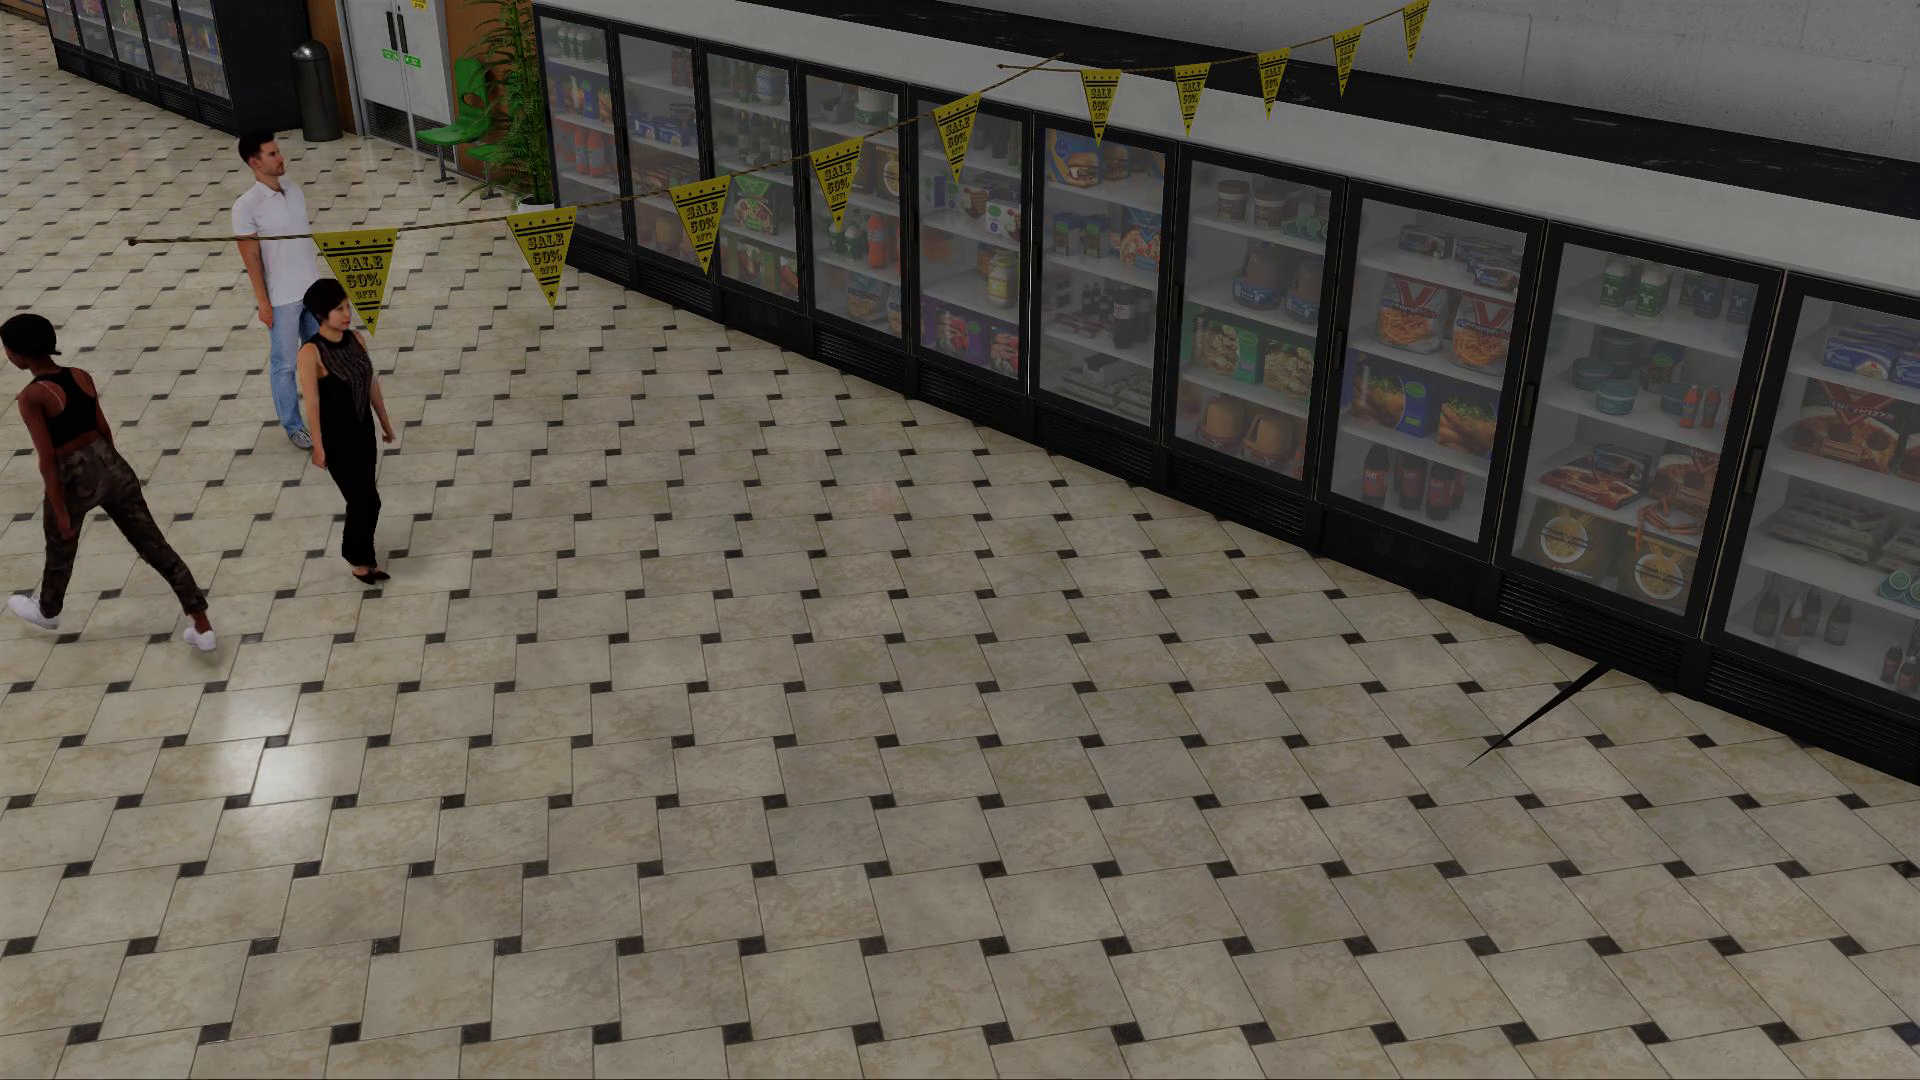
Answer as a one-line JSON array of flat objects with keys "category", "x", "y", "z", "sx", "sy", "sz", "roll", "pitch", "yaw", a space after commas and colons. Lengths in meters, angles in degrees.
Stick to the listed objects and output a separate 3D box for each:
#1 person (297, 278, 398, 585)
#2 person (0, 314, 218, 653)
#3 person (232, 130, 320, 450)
[{"category": "person", "x": -3.081, "y": -0.515, "z": 8.195, "sx": 0.746, "sy": 1.589, "sz": 0.630, "roll": 10, "pitch": 28, "yaw": 18}, {"category": "person", "x": -3.834, "y": -0.159, "z": 7.478, "sx": 1.040, "sy": 1.603, "sz": 1.305, "roll": 11, "pitch": 29, "yaw": 21}, {"category": "person", "x": -3.947, "y": -1.480, "z": 9.790, "sx": 0.807, "sy": 1.867, "sz": 0.639, "roll": 11, "pitch": 29, "yaw": 21}]
